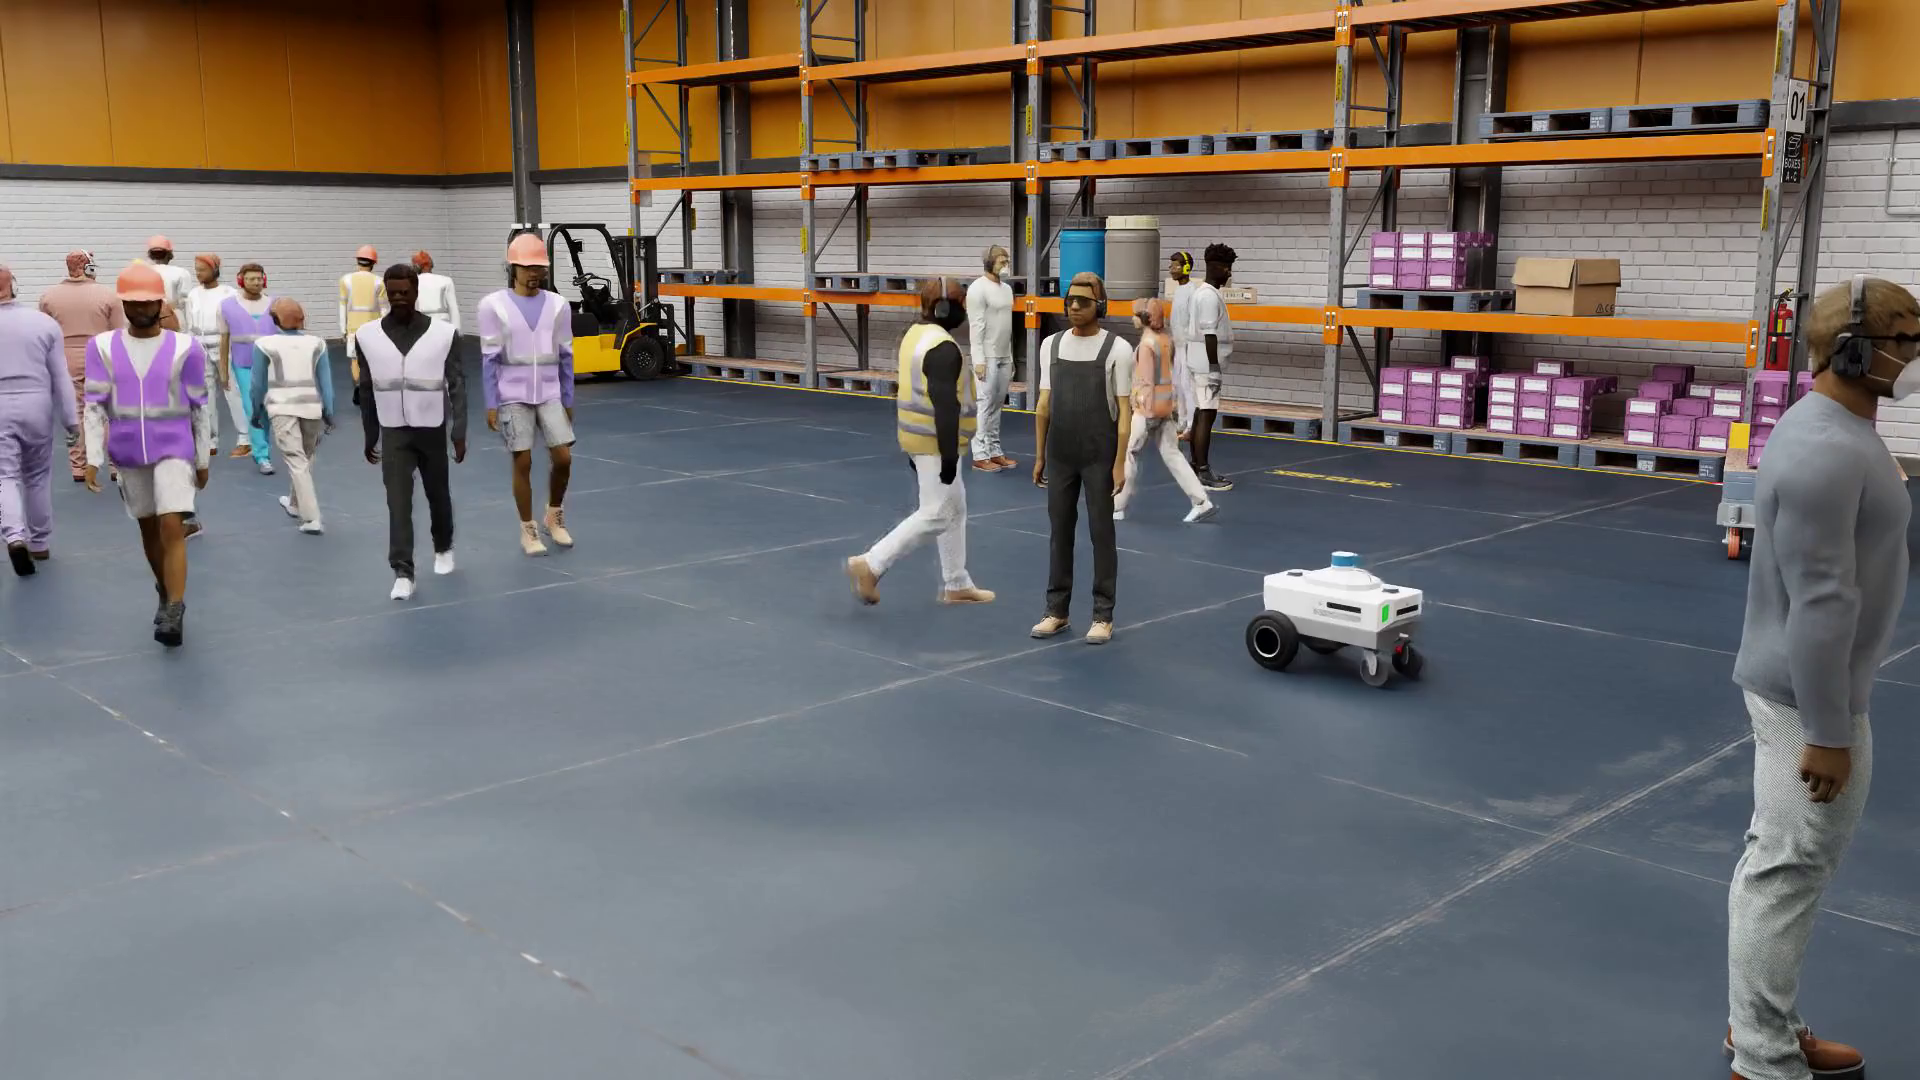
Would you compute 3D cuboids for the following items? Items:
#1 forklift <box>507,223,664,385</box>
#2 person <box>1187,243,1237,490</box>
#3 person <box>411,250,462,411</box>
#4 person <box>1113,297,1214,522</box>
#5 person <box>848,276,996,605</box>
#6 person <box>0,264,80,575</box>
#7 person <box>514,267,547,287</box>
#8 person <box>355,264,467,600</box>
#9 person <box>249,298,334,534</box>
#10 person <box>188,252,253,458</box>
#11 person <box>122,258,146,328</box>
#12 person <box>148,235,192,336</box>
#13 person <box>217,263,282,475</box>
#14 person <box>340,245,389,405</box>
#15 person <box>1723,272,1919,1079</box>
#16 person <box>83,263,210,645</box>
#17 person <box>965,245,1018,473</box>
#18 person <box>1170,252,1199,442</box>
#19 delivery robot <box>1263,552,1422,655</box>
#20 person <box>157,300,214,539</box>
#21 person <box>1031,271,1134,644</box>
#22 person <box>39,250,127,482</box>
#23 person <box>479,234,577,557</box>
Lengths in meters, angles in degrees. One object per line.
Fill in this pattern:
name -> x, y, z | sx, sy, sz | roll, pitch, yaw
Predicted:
forklift -> -5.316, -3.263, 22.920 | 2.313, 2.155, 1.214 | -10, 14, -44
person -> 2.009, -1.384, 13.311 | 0.379, 1.959, 0.604 | 0, 10, 1
person -> -5.973, -2.342, 18.829 | 0.621, 1.857, 0.482 | -4, 11, -20
person -> 1.387, -0.906, 11.695 | 0.855, 1.599, 0.524 | 5, 11, 24
person -> -0.202, -0.504, 8.944 | 0.791, 1.817, 0.631 | -3, 11, -14
person -> -5.727, -0.738, 10.074 | 0.664, 1.870, 0.908 | -7, 13, -35
person -> -6.777, -3.816, 26.520 | 0.628, 1.979, 0.428 | 1, 10, 6
person -> -3.143, -0.655, 9.604 | 0.605, 1.869, 1.031 | -2, 11, -9
person -> -4.618, -0.861, 11.461 | 0.515, 1.589, 0.889 | -10, 14, -43
person -> -6.752, -1.669, 15.110 | 0.591, 1.883, 0.415 | 3, 11, 18
person -> -10.778, -2.860, 22.022 | 0.530, 1.720, 0.918 | -6, 12, -31
person -> -8.881, -2.392, 18.632 | 0.628, 2.024, 0.491 | -1, 10, -4
person -> -6.061, -1.490, 14.360 | 0.585, 1.795, 0.982 | -7, 13, -35
person -> -6.920, -2.467, 19.347 | 0.563, 1.912, 0.590 | -3, 11, -14
person -> 1.971, 0.370, 3.807 | 0.372, 1.940, 0.632 | 5, 12, 26
person -> -4.066, -0.433, 8.348 | 0.552, 1.886, 1.006 | -3, 11, -14
person -> 0.286, -1.553, 14.316 | 0.379, 1.936, 0.636 | 6, 12, 28
person -> 2.199, -1.899, 16.405 | 0.322, 1.861, 0.515 | -2, 11, -13
delivery robot -> 1.769, 0.298, 7.716 | 0.477, 0.478, 0.707 | -10, 14, -43
person -> -5.218, -0.760, 10.848 | 0.535, 1.601, 0.730 | 1, 10, 7
person -> 0.604, -0.405, 8.289 | 0.508, 1.847, 0.345 | 5, 12, 25
person -> -7.168, -1.429, 13.711 | 0.652, 1.903, 0.403 | -2, 11, -11
person -> -2.701, -0.900, 10.483 | 0.624, 2.027, 0.408 | -6, 12, -30
